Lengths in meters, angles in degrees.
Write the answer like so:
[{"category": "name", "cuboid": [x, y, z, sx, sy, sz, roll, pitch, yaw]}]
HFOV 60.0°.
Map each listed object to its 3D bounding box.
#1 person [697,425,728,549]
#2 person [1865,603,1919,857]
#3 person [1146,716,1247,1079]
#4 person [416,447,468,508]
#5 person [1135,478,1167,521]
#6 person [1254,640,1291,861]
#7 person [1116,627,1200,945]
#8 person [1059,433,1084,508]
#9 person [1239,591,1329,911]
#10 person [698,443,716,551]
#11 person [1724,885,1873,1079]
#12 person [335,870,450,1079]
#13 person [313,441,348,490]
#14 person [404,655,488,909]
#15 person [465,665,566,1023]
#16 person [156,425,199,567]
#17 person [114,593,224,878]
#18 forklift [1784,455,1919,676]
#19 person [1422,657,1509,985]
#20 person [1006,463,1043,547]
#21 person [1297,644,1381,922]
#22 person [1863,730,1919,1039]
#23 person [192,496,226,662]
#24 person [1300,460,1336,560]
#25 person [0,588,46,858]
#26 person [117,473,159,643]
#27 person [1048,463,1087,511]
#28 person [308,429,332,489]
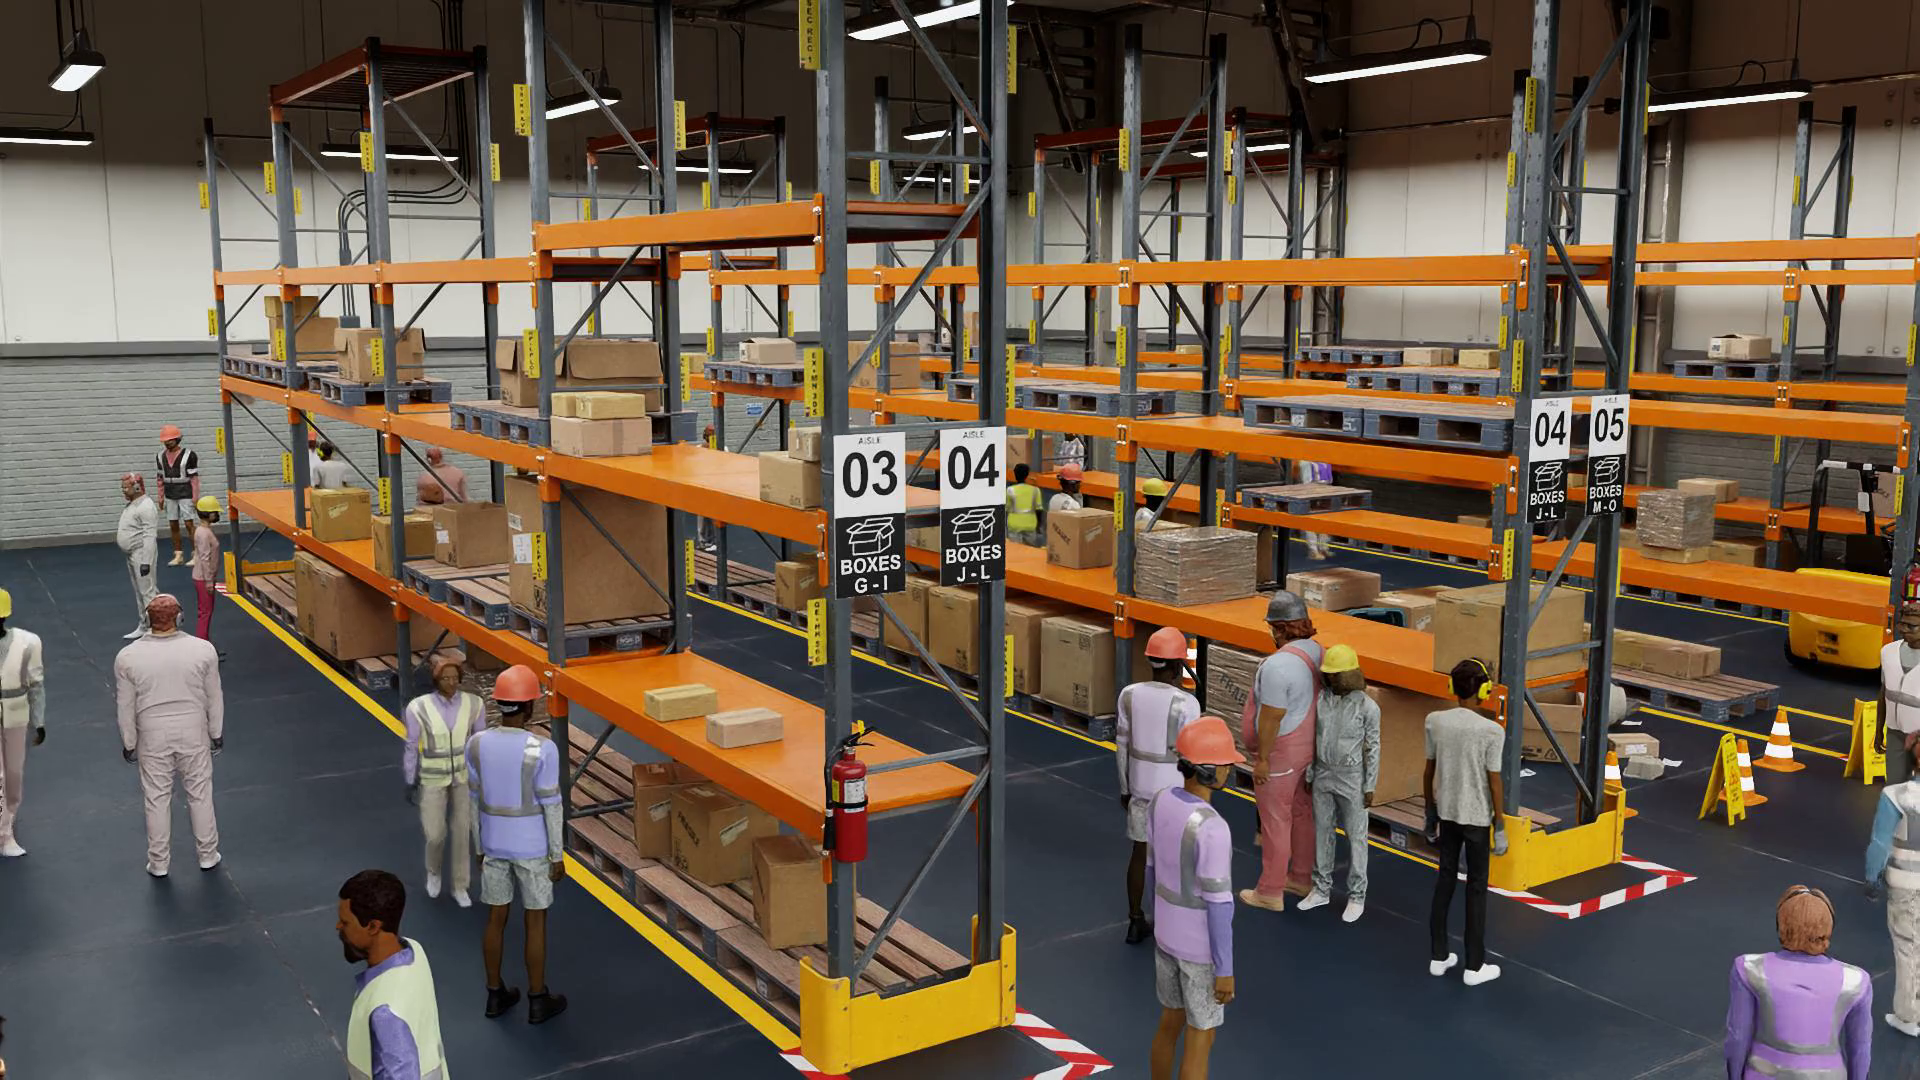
[{"category": "person", "cuboid": [-3.779, -0.805, 25.236, 0.573, 1.885, 0.357, -4, 9, -23]}, {"category": "person", "cuboid": [6.457, 1.324, 11.243, 0.388, 1.837, 0.560, -4, 9, -22]}, {"category": "person", "cuboid": [1.071, 1.787, 7.455, 0.388, 2.041, 0.615, -3, 9, -21]}, {"category": "person", "cuboid": [-6.777, -0.284, 21.763, 0.676, 1.885, 0.419, -6, 10, -33]}, {"category": "person", "cuboid": [2.034, 0.295, 17.775, 0.384, 1.924, 0.593, 0, 9, -1]}, {"category": "person", "cuboid": [2.216, 1.366, 11.443, 0.319, 1.688, 0.539, -3, 9, -18]}, {"category": "person", "cuboid": [1.205, 1.473, 9.904, 0.552, 1.932, 0.377, 6, 11, 36]}, {"category": "person", "cuboid": [1.824, -1.044, 27.055, 0.404, 1.823, 0.591, -5, 10, -29]}, {"category": "person", "cuboid": [2.067, 1.312, 10.628, 0.535, 2.000, 0.686, 8, 11, 41]}, {"category": "person", "cuboid": [-3.782, -0.653, 25.062, 0.268, 1.630, 0.507, -5, 10, -29]}, {"category": "person", "cuboid": [3.227, 2.141, 6.436, 0.513, 1.641, 0.307, 3, 9, 18]}, {"category": "person", "cuboid": [-1.973, 2.086, 5.881, 0.371, 1.916, 0.597, -2, 9, -16]}, {"category": "person", "cuboid": [-8.807, -0.490, 23.380, 0.932, 1.822, 0.542, 7, 11, 38]}, {"category": "person", "cuboid": [-3.230, 1.529, 10.524, 0.542, 1.624, 0.366, -5, 10, -31]}, {"category": "person", "cuboid": [-2.358, 1.625, 8.926, 0.546, 1.932, 0.381, 2, 9, 16]}, {"category": "person", "cuboid": [-11.073, -0.615, 23.522, 0.611, 2.029, 0.409, 1, 9, 8]}, {"category": "person", "cuboid": [-5.271, 1.302, 11.138, 0.644, 1.908, 0.408, -4, 10, -28]}, {"category": "forklift", "cuboid": [9.643, 0.253, 17.172, 2.313, 2.155, 1.214, -6, 10, -33]}, {"category": "person", "cuboid": [2.868, 1.587, 9.432, 0.355, 1.855, 0.515, -8, 11, -41]}, {"category": "person", "cuboid": [0.769, -0.169, 21.697, 0.548, 1.665, 0.705, -3, 9, -18]}, {"category": "person", "cuboid": [2.359, 1.501, 10.361, 0.492, 1.740, 0.319, 8, 11, 41]}, {"category": "person", "cuboid": [5.030, 1.794, 8.763, 0.538, 1.623, 0.432, 0, 9, 0]}, {"category": "person", "cuboid": [-7.926, 0.410, 17.584, 0.350, 1.758, 0.522, -3, 9, -21]}, {"category": "person", "cuboid": [5.214, -0.628, 24.246, 0.641, 1.840, 0.446, -7, 11, -38]}, {"category": "person", "cuboid": [-6.782, 1.230, 11.703, 0.586, 1.890, 0.873, -7, 11, -40]}, {"category": "person", "cuboid": [-9.141, 0.196, 18.513, 0.410, 1.905, 0.641, -7, 11, -39]}, {"category": "person", "cuboid": [1.188, 0.168, 18.293, 0.411, 2.034, 0.604, -3, 9, -22]}, {"category": "person", "cuboid": [-10.320, -0.937, 26.600, 0.573, 1.741, 0.355, -4, 9, -23]}]
